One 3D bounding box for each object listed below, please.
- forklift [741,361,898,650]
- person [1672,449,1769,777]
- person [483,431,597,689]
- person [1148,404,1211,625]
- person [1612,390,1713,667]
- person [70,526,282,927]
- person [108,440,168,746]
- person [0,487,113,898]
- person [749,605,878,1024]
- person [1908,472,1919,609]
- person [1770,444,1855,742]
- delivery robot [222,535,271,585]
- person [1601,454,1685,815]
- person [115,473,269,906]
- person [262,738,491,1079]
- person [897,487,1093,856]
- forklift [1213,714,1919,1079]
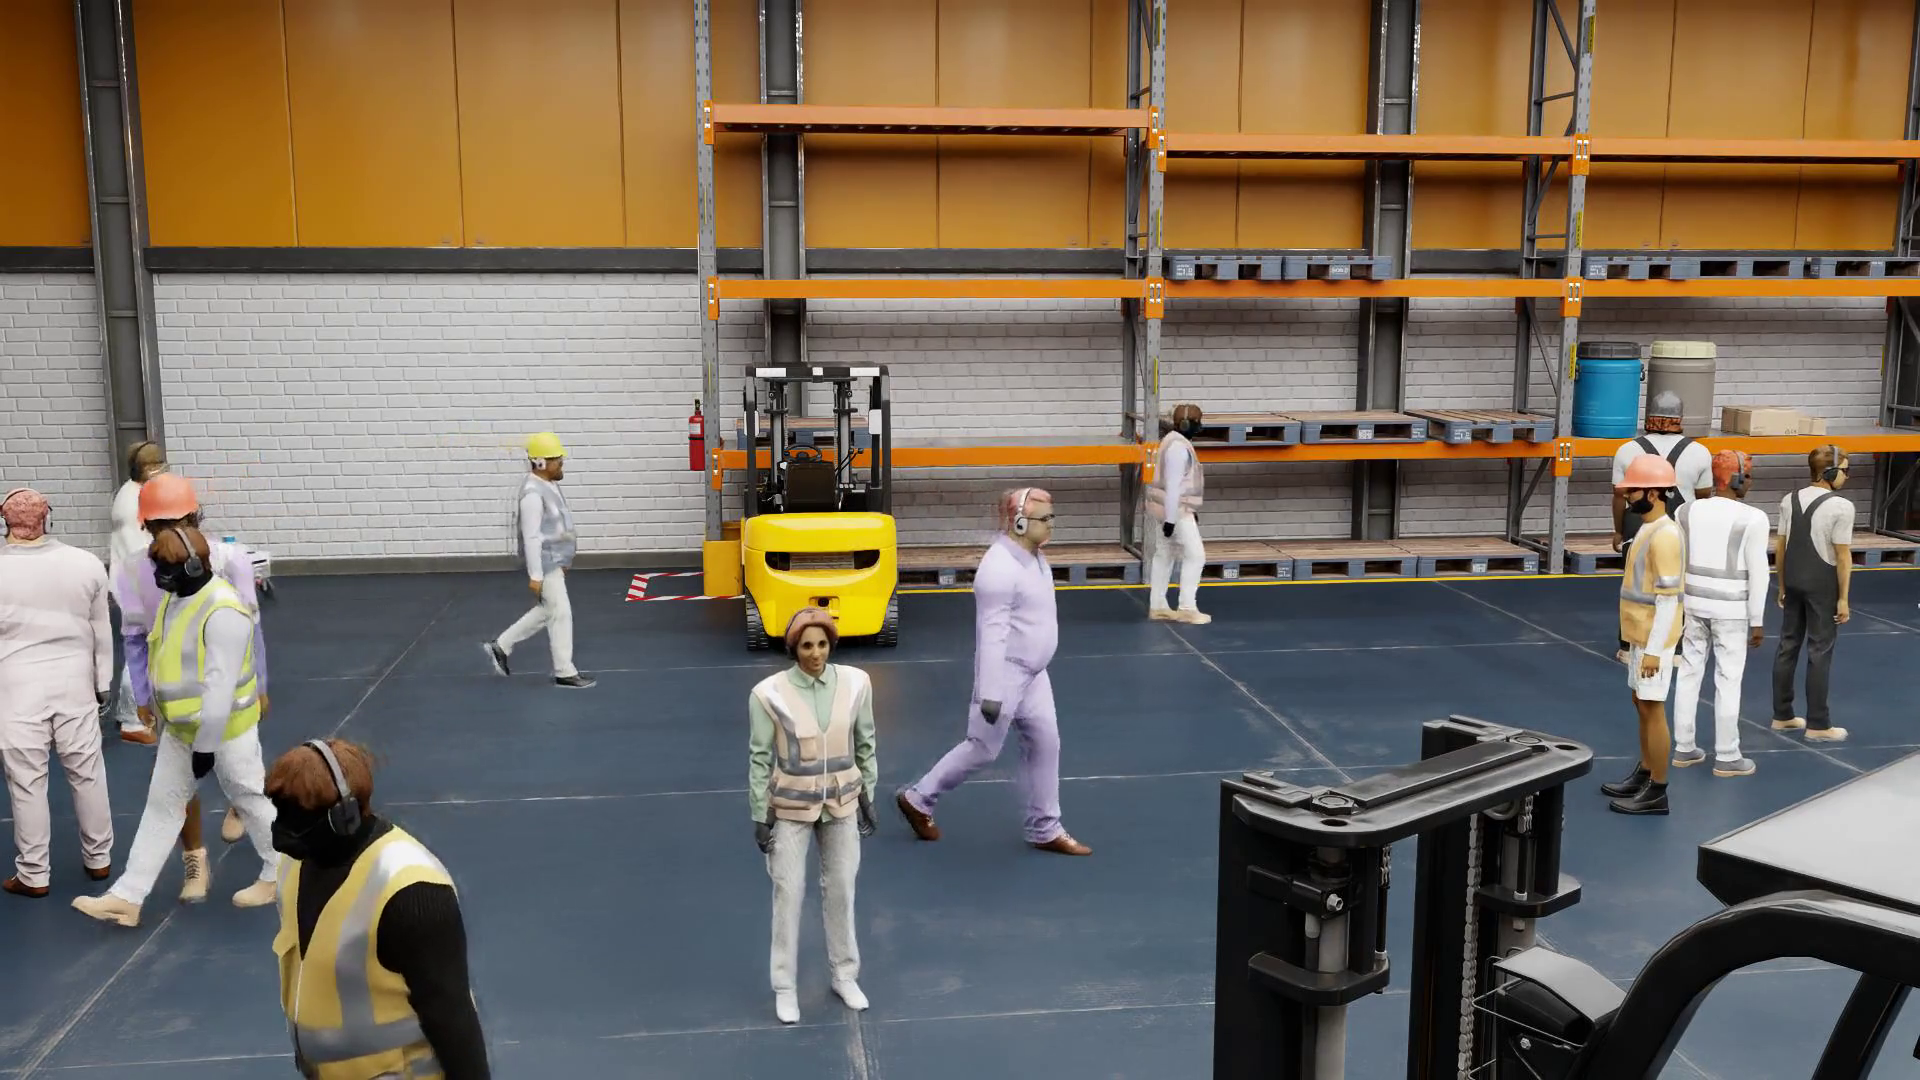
[{"bbox_3d":[-1.154,-0.340,13.365,1.214,2.155,2.313,-1,9,-7],"label":"forklift"},{"bbox_3d":[4.374,0.416,9.610,0.357,1.884,0.574,-6,11,-34],"label":"person"},{"bbox_3d":[-2.944,0.142,11.538,0.720,1.817,0.592,-1,9,-6],"label":"person"},{"bbox_3d":[1.863,-0.214,13.736,0.643,1.818,0.642,0,9,-1],"label":"person"},{"bbox_3d":[5.159,-0.090,12.283,0.679,2.000,0.537,3,10,21],"label":"person"},{"bbox_3d":[-3.400,0.831,7.320,0.637,1.784,0.979,8,12,41],"label":"person"},{"bbox_3d":[-4.986,0.329,10.129,0.476,1.894,0.684,-4,10,-22],"label":"person"},{"bbox_3d":[-4.287,0.702,7.752,0.406,1.910,0.639,8,12,40],"label":"person"},{"bbox_3d":[-0.571,1.051,6.443,0.522,1.631,0.317,-4,10,-24],"label":"person"},{"bbox_3d":[8.368,-0.325,14.150,0.631,1.905,0.541,-3,10,-20],"label":"person"},{"bbox_3d":[5.290,0.326,10.313,0.350,1.839,0.506,-4,10,-22],"label":"person"},{"bbox_3d":[-6.499,0.199,14.810,0.707,0.478,0.477,4,10,24],"label":"delivery robot"},{"bbox_3d":[3.654,0.504,8.899,0.374,1.935,0.552,2,9,14],"label":"person"},{"bbox_3d":[-3.563,0.643,7.837,0.629,2.006,0.822,-1,9,-9],"label":"person"},{"bbox_3d":[-1.464,1.349,4.163,0.806,1.789,0.648,-9,13,-44],"label":"person"},{"bbox_3d":[0.164,0.649,8.261,0.928,1.868,0.665,4,10,23],"label":"person"},{"bbox_3d":[1.441,1.425,2.350,1.214,2.155,2.313,-7,12,-39],"label":"forklift"}]
